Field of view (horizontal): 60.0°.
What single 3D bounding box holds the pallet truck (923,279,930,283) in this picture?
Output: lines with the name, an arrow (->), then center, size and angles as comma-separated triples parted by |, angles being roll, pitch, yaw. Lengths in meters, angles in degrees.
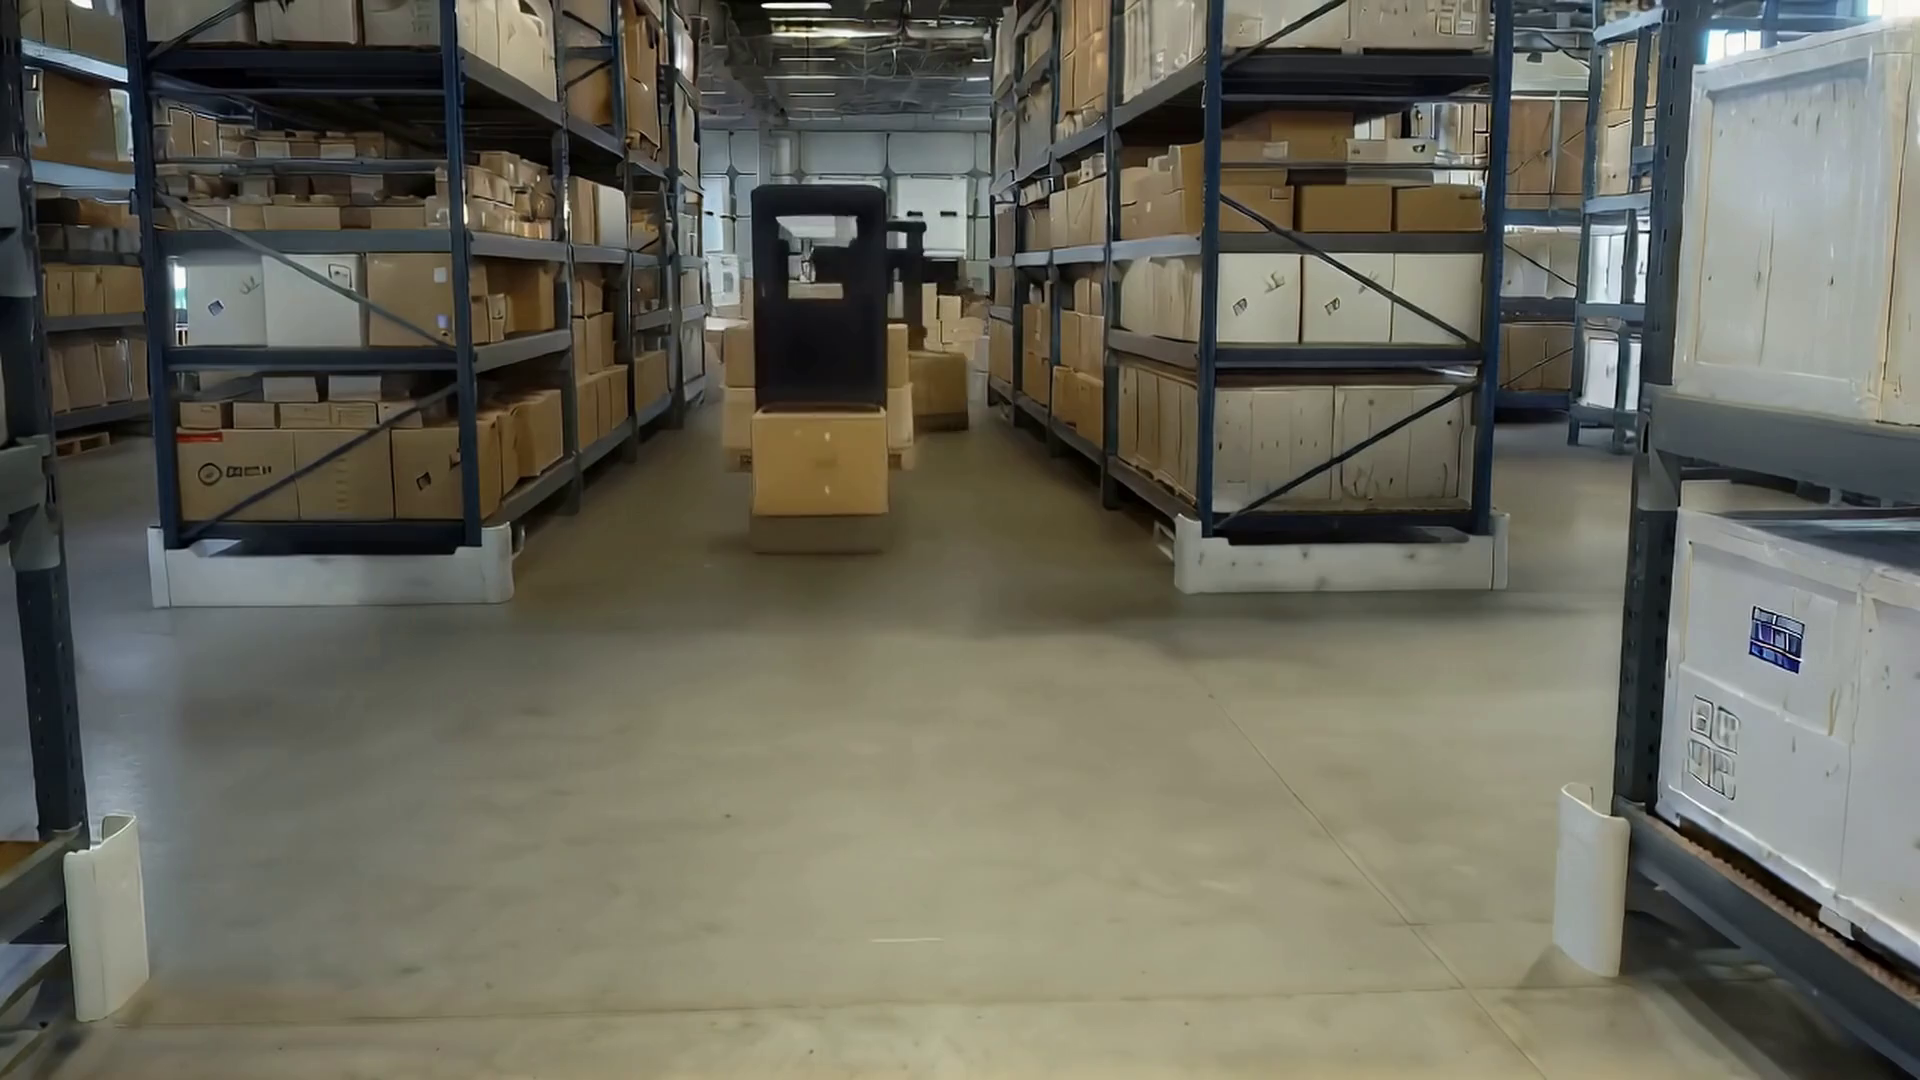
pallet truck -> -0.932, -8.922, 63.114 | 1.885, 1.965, 0.823 | 2, 9, 13

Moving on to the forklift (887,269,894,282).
forklift -> -1.572, -6.537, 45.376 | 1.129, 2.768, 1.873 | 3, 9, 16

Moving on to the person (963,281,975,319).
person -> 0.384, -8.326, 59.665 | 0.743, 1.909, 0.650 | -8, 12, -40

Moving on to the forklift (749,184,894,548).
forklift -> -1.114, -1.426, 13.287 | 1.129, 2.768, 1.873 | -1, 9, -4

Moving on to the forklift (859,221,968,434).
forklift -> -0.876, -2.845, 22.192 | 1.129, 2.768, 1.873 | -9, 13, -44

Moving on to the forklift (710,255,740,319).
forklift -> -8.366, -8.713, 59.037 | 1.129, 2.768, 1.873 | -1, 9, -4
